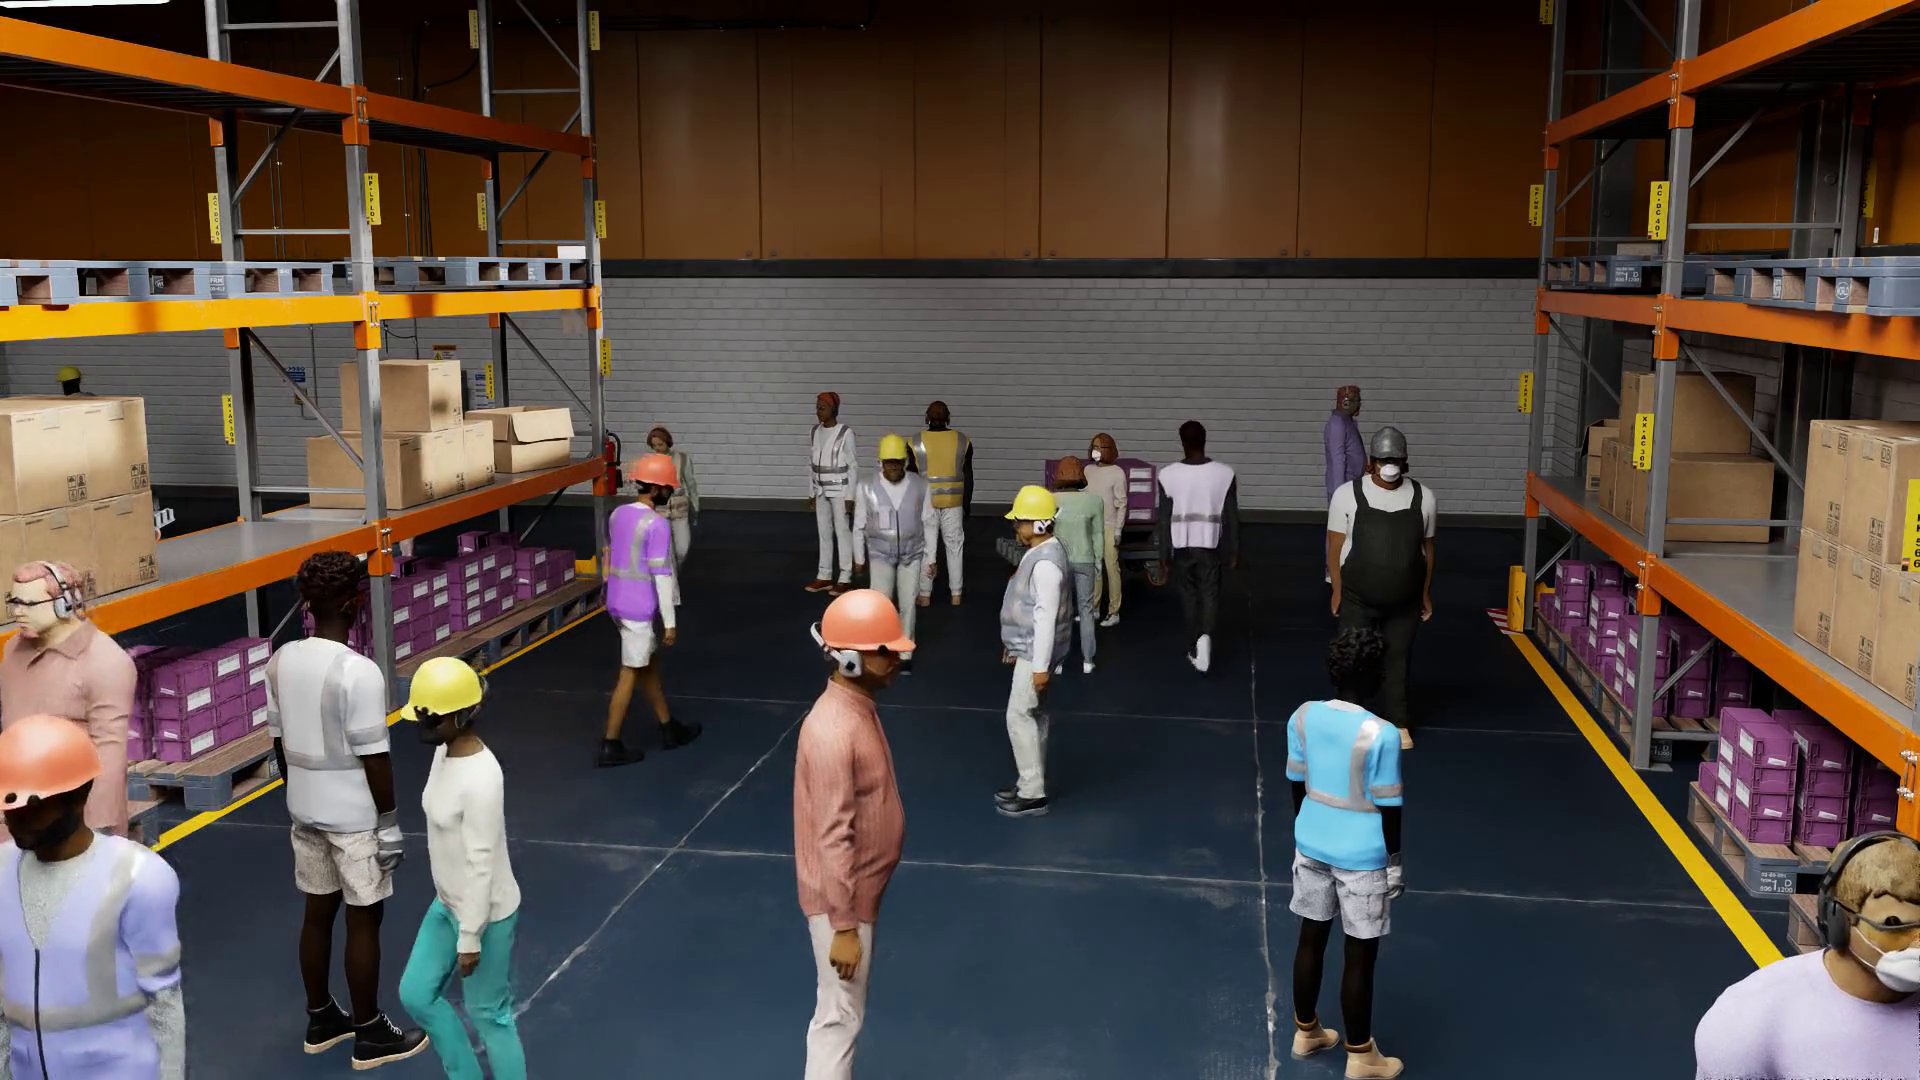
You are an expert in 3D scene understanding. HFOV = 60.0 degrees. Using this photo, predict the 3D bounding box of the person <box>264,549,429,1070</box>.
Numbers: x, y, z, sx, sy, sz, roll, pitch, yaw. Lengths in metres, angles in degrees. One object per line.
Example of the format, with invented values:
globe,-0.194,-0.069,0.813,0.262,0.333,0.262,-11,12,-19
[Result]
person,-2.322,1.007,6.265,0.613,1.966,0.361,6,11,32

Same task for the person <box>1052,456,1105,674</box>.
person,0.826,0.187,12.349,0.497,1.632,0.289,-1,9,-4

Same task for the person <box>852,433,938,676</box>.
person,-0.476,0.110,12.276,0.610,1.812,0.425,-1,9,-9

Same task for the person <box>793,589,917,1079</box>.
person,-0.337,1.138,5.375,0.402,1.990,0.622,0,9,2

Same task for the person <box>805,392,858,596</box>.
person,-1.188,-0.427,15.370,0.575,1.881,0.356,8,12,41

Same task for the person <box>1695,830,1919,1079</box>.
person,1.743,1.501,3.308,0.629,1.939,0.372,-1,9,-9

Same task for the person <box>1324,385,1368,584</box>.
person,3.680,-0.523,15.891,0.408,1.905,0.653,3,10,18

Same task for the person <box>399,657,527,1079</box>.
person,-1.674,1.232,5.537,0.489,1.742,0.539,-5,11,-30

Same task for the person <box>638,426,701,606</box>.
person,-2.633,-0.239,15.031,0.552,1.608,0.622,-3,10,-18

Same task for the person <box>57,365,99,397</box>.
person,-10.070,-1.036,19.007,0.390,1.922,0.634,4,10,21

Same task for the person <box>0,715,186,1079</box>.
person,-2.237,1.352,4.342,0.546,1.914,0.784,2,9,11

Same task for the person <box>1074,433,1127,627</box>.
person,1.195,-0.092,14.060,0.280,1.636,0.501,-8,12,-40

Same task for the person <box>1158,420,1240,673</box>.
person,1.778,0.053,12.409,0.610,1.888,0.785,1,9,7

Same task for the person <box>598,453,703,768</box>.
person,-1.876,0.414,10.154,0.883,1.887,0.566,-8,12,-39

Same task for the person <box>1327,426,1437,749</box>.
person,2.639,0.304,10.374,0.673,2.000,0.536,0,9,2

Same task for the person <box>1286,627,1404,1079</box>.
person,1.433,1.158,6.169,0.321,1.695,0.529,-6,11,-34

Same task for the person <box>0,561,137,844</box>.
person,-3.498,1.023,6.381,0.663,1.883,0.717,4,10,22

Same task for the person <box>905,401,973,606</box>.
person,-0.194,-0.323,14.854,0.627,1.844,0.429,-2,9,-11

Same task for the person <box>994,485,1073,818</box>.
person,0.404,0.602,9.199,0.442,1.827,0.616,1,9,4

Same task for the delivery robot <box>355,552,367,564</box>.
delivery robot,-5.871,0.145,15.634,0.477,0.478,0.707,8,12,40

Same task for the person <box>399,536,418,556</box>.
person,-4.935,-0.334,14.446,0.622,1.993,0.383,-3,10,-16
